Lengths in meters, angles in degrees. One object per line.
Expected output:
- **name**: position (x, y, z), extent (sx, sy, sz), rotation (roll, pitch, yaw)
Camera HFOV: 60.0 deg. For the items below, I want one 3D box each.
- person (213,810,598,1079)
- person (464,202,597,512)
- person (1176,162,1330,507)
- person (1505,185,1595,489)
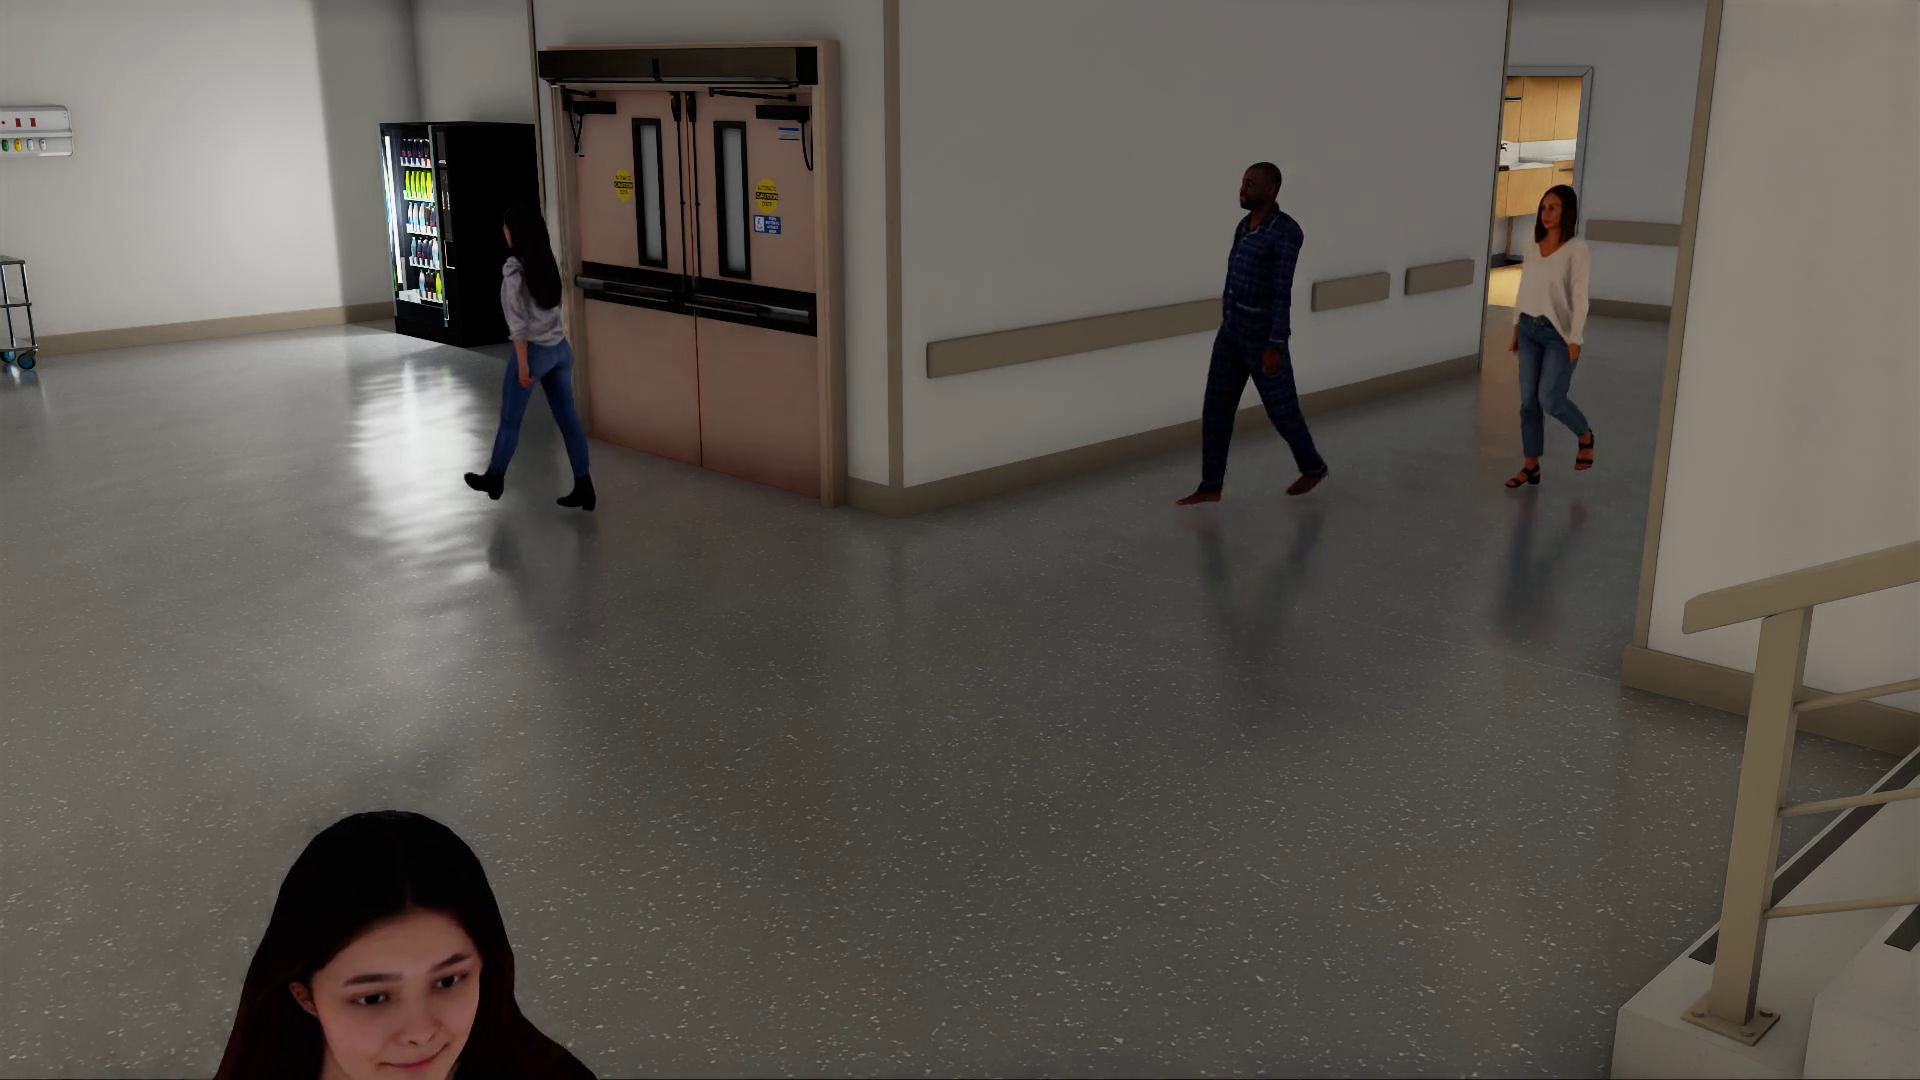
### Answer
- **person**: position (-0.583, 1.009, 1.755), extent (0.719, 1.627, 0.788), rotation (-8, 18, -26)
- **person**: position (-2.104, -0.916, 8.641), extent (1.079, 1.595, 0.852), rotation (7, 17, 22)
- **person**: position (1.646, -1.048, 8.772), extent (1.017, 1.779, 1.185), rotation (-7, 17, -23)
- **person**: position (3.328, -1.117, 9.220), extent (0.827, 1.669, 0.810), rotation (-7, 17, -24)
